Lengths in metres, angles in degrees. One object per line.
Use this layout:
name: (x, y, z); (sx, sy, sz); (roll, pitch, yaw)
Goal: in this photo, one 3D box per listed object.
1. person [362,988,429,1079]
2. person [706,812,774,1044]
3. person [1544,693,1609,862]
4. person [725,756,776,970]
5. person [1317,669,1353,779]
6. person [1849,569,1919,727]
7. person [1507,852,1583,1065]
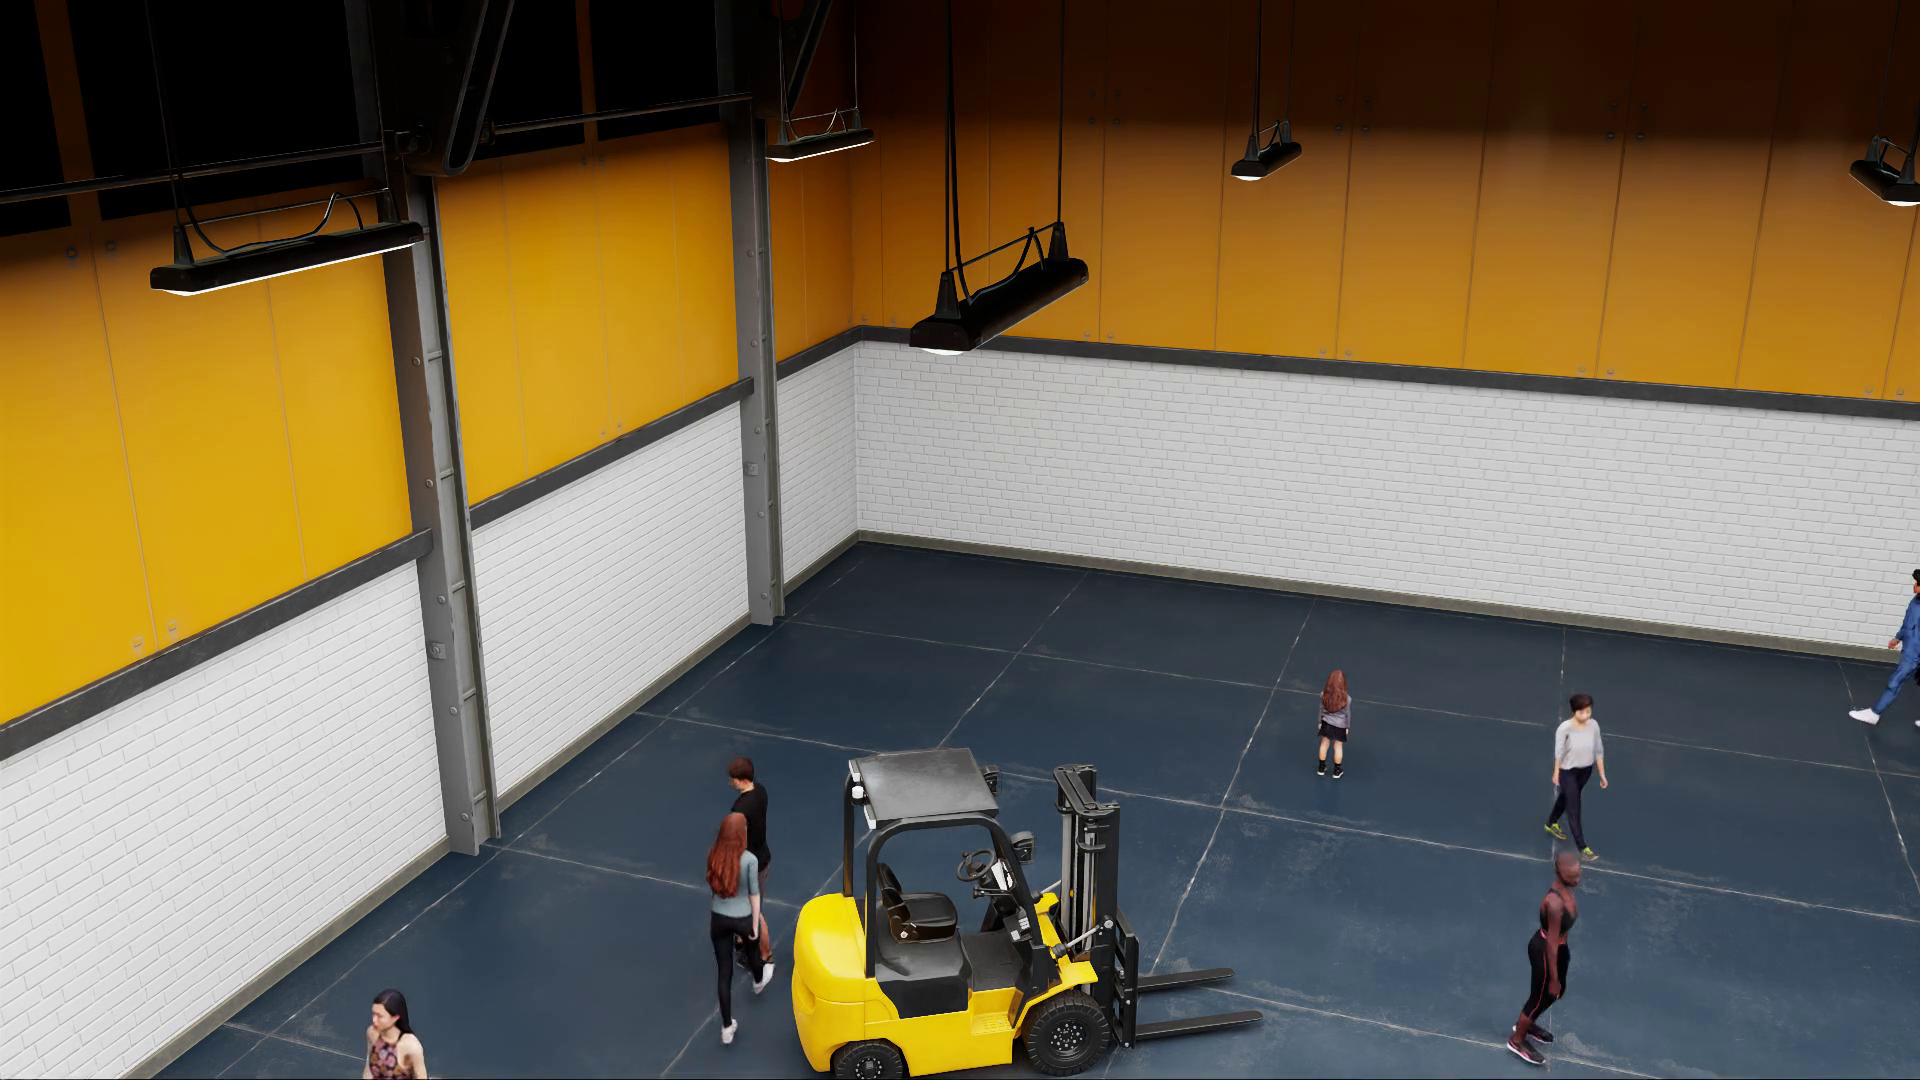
person: (-3.383, 3.509, 10.289); (0.775, 1.726, 1.223); (11, 21, 29)
person: (-1.695, 2.873, 12.233); (0.707, 1.692, 1.146); (4, 19, 11)
person: (5.475, 2.054, 14.951); (0.972, 1.508, 1.099); (-6, 20, -18)
person: (-1.569, 2.537, 13.001); (0.843, 1.838, 0.791); (3, 19, 9)
person: (3.675, 1.793, 16.359); (0.480, 1.105, 0.461); (9, 20, 24)
person: (10.001, 1.158, 17.211); (0.785, 1.764, 1.103); (8, 20, 22)
person: (4.156, 2.962, 11.910); (0.812, 1.728, 0.656); (7, 20, 21)
